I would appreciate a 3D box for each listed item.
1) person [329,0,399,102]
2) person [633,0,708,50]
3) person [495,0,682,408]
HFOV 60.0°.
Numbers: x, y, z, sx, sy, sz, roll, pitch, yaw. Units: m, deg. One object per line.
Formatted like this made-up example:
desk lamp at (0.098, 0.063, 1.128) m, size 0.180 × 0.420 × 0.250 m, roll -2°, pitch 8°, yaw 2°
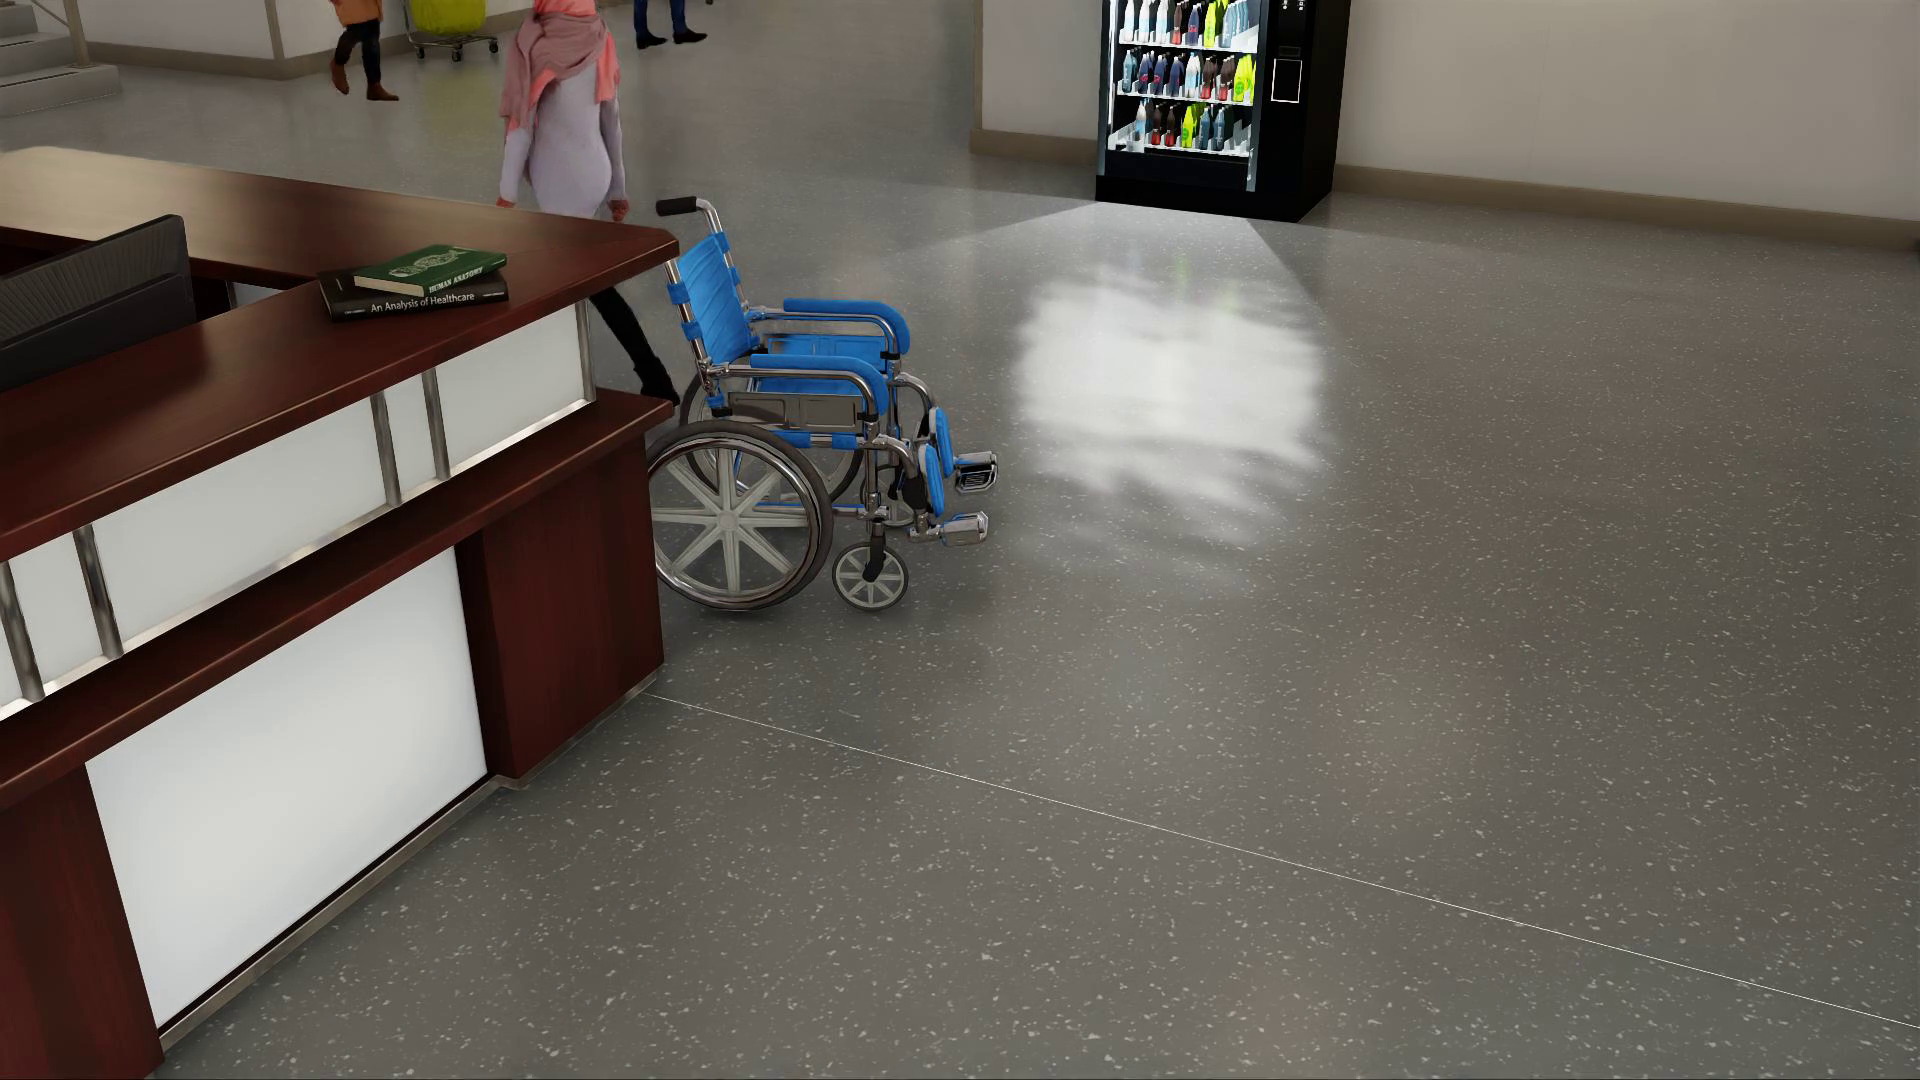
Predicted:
person at (-4.470, -4.071, 12.098) m, size 0.823 × 1.718 × 0.671 m, roll 13°, pitch 29°, yaw 26°
person at (-2.734, -5.182, 14.273) m, size 0.942 × 1.871 × 0.913 m, roll -20°, pitch 32°, yaw -36°
person at (-1.416, -1.298, 6.348) m, size 1.199 × 1.759 × 0.712 m, roll 15°, pitch 29°, yaw 28°
